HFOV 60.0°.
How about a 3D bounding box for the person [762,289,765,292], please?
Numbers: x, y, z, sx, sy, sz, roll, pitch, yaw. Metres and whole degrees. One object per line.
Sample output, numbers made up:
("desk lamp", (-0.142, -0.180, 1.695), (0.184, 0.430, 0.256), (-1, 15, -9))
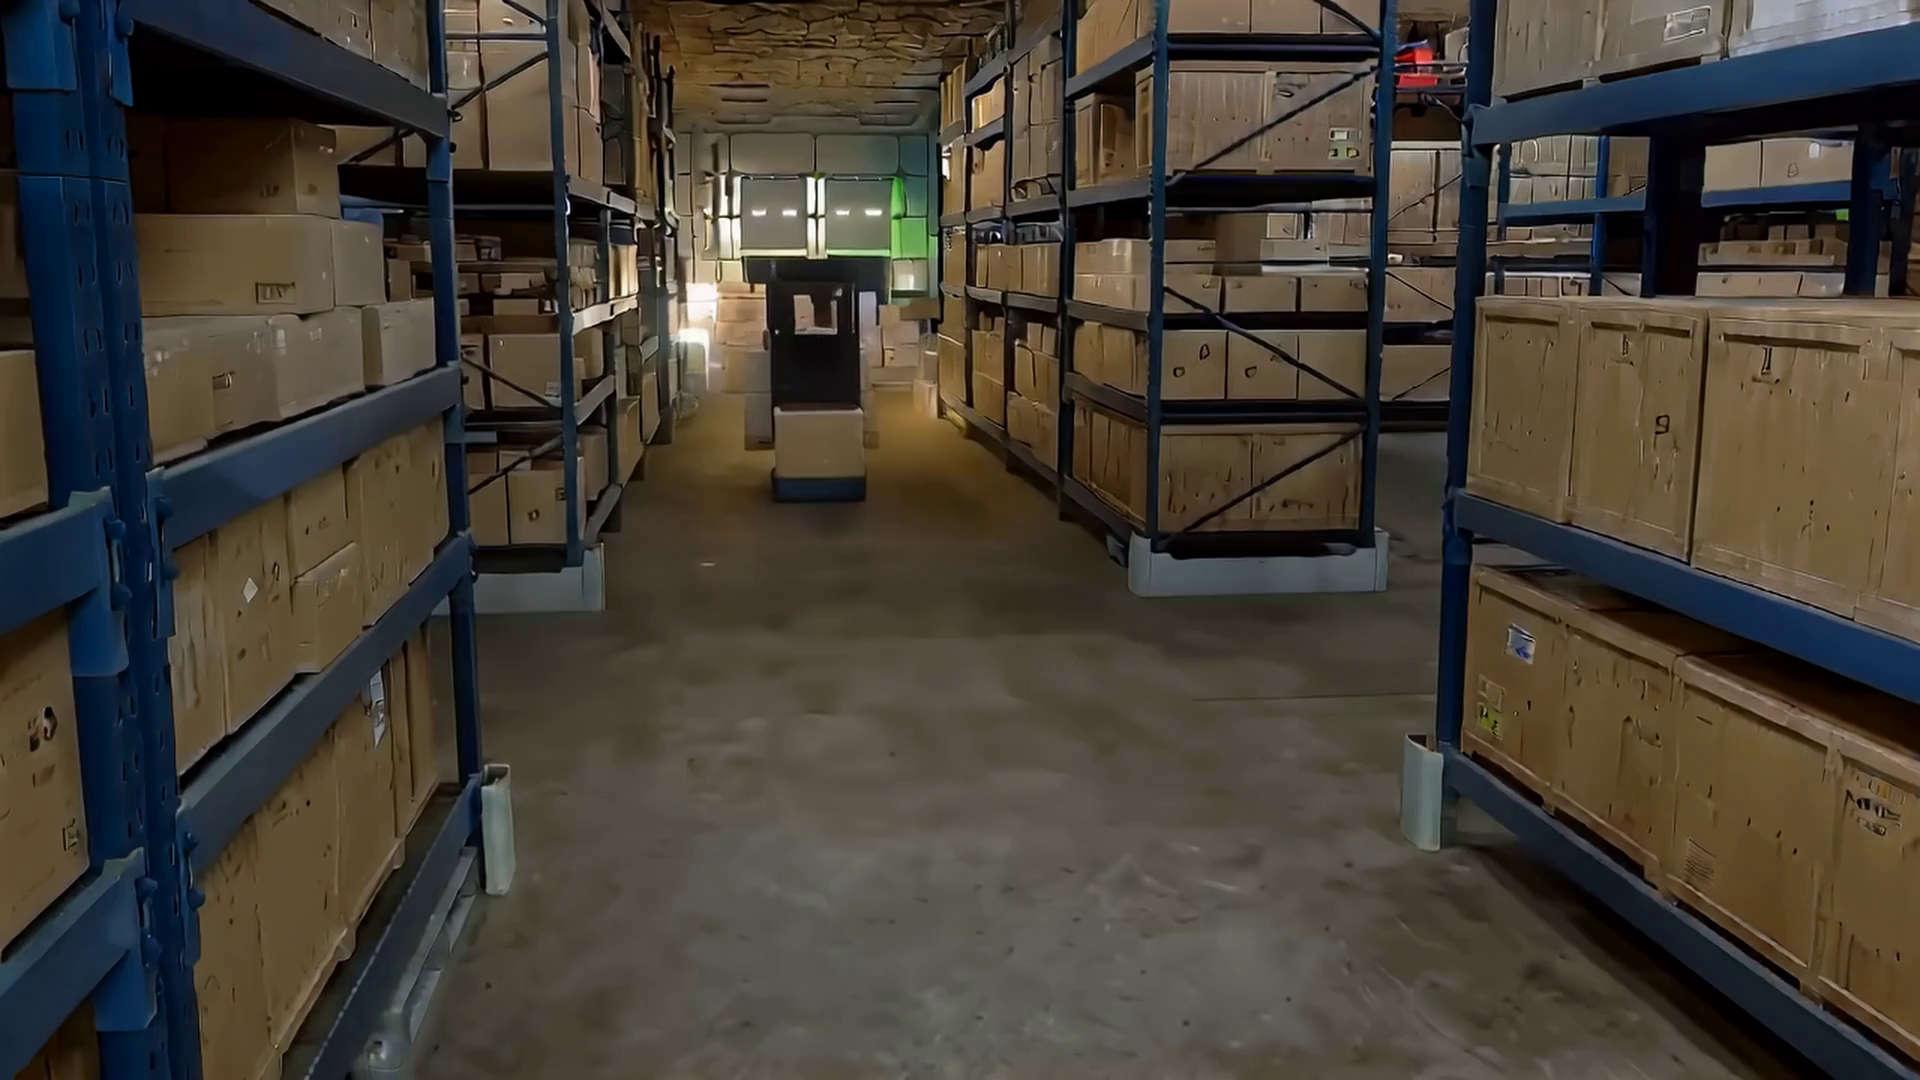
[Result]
("person", (-5.367, -5.941, 45.891), (0.370, 1.940, 0.631), (0, 10, 2))

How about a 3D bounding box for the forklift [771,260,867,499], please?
("forklift", (-1.731, -1.975, 20.065), (1.129, 2.768, 1.873), (-1, 10, -7))

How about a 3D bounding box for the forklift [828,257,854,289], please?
("forklift", (-3.284, -6.565, 46.785), (1.129, 2.768, 1.873), (-1, 10, -7))

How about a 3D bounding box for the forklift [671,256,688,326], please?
("forklift", (-10.150, -8.825, 59.945), (1.873, 2.768, 1.129), (4, 11, 24))

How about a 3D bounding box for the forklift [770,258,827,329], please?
("forklift", (-2.646, -3.238, 27.414), (1.129, 2.768, 1.873), (-1, 10, -7))
